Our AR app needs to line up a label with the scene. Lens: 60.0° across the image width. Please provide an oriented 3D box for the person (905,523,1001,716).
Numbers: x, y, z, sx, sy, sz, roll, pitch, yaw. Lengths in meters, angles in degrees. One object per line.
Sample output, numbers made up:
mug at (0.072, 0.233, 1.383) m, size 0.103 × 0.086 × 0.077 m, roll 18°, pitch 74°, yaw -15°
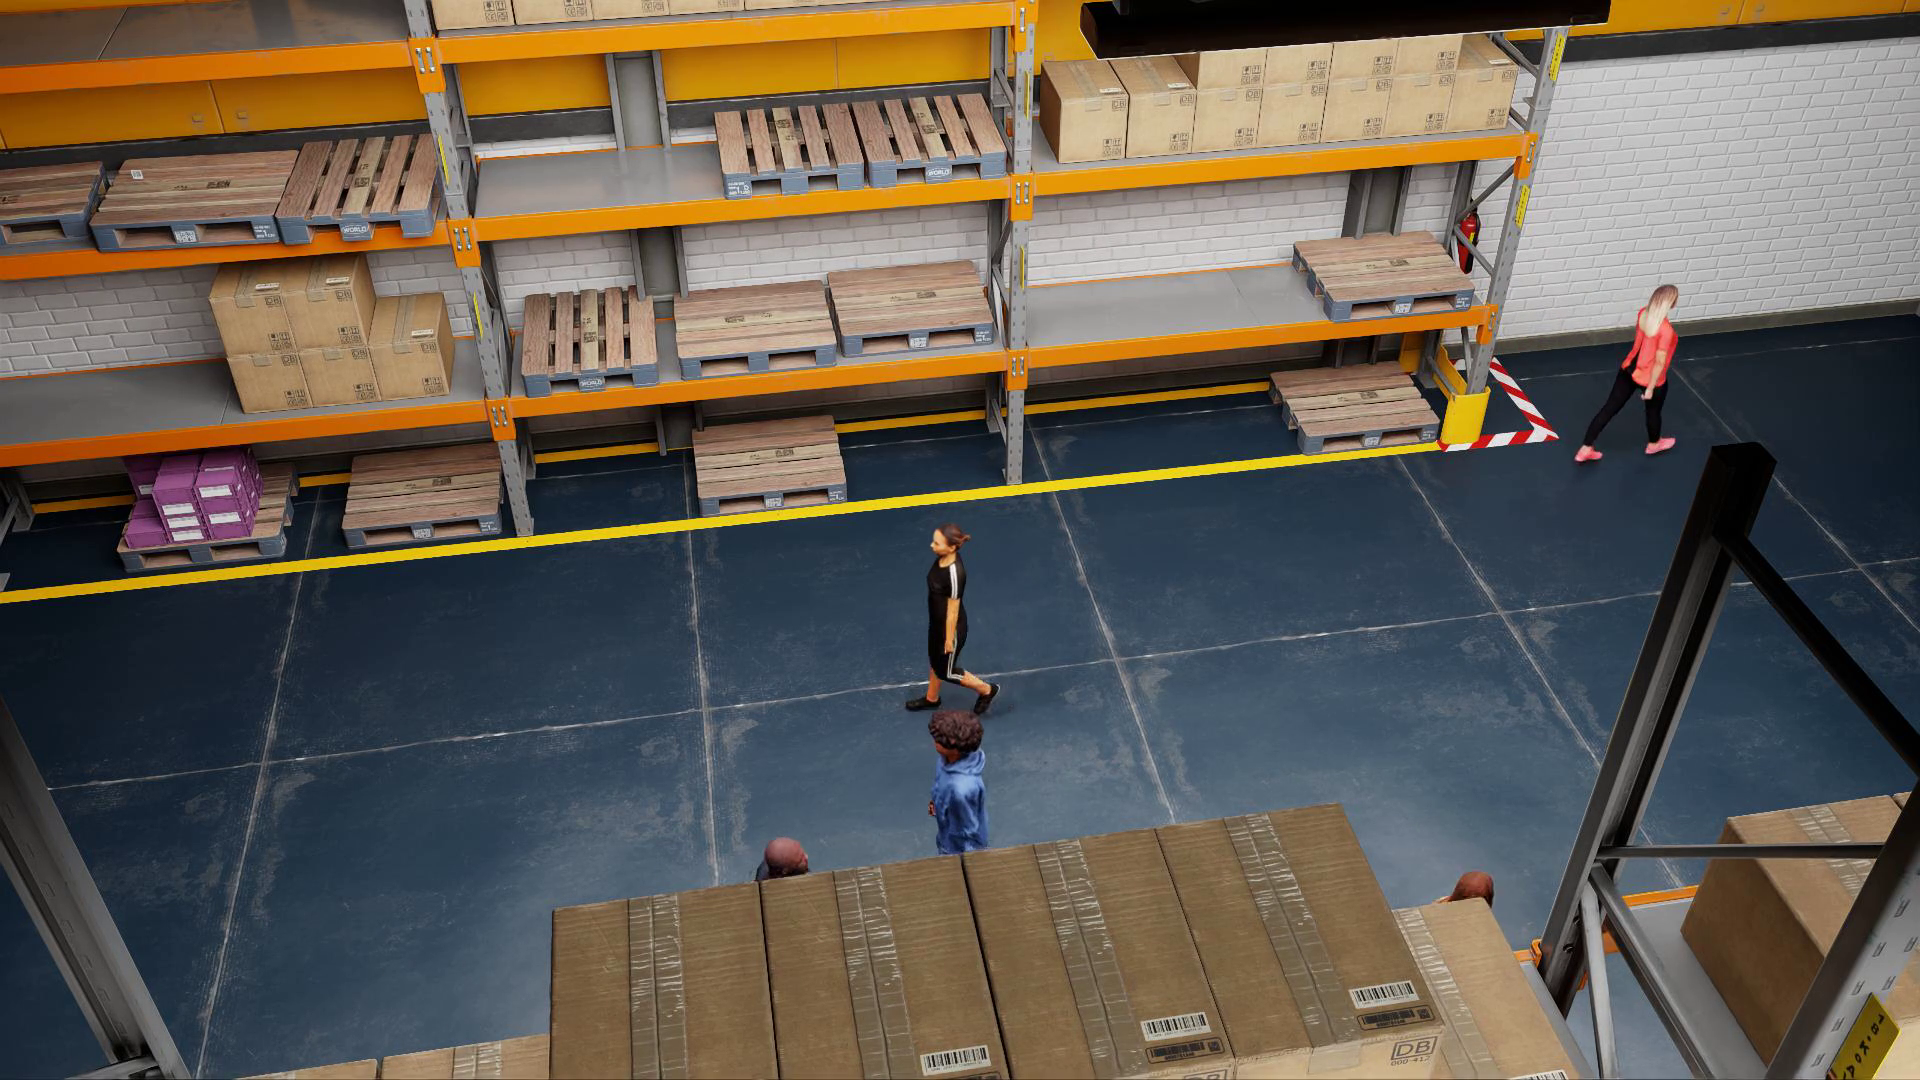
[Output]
person at (-0.028, 0.551, 11.264) m, size 0.863 × 1.656 × 0.590 m, roll -6°, pitch 39°, yaw -7°

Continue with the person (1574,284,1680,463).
person at (5.484, -1.304, 13.596) m, size 1.189 × 1.646 × 0.734 m, roll -12°, pitch 40°, yaw -14°

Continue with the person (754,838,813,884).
person at (-0.980, 2.285, 8.970) m, size 0.919 × 1.811 × 0.750 m, roll -8°, pitch 39°, yaw -10°

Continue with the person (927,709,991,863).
person at (0.095, 1.683, 9.751) m, size 1.082 × 1.777 × 0.762 m, roll -3°, pitch 39°, yaw -3°
